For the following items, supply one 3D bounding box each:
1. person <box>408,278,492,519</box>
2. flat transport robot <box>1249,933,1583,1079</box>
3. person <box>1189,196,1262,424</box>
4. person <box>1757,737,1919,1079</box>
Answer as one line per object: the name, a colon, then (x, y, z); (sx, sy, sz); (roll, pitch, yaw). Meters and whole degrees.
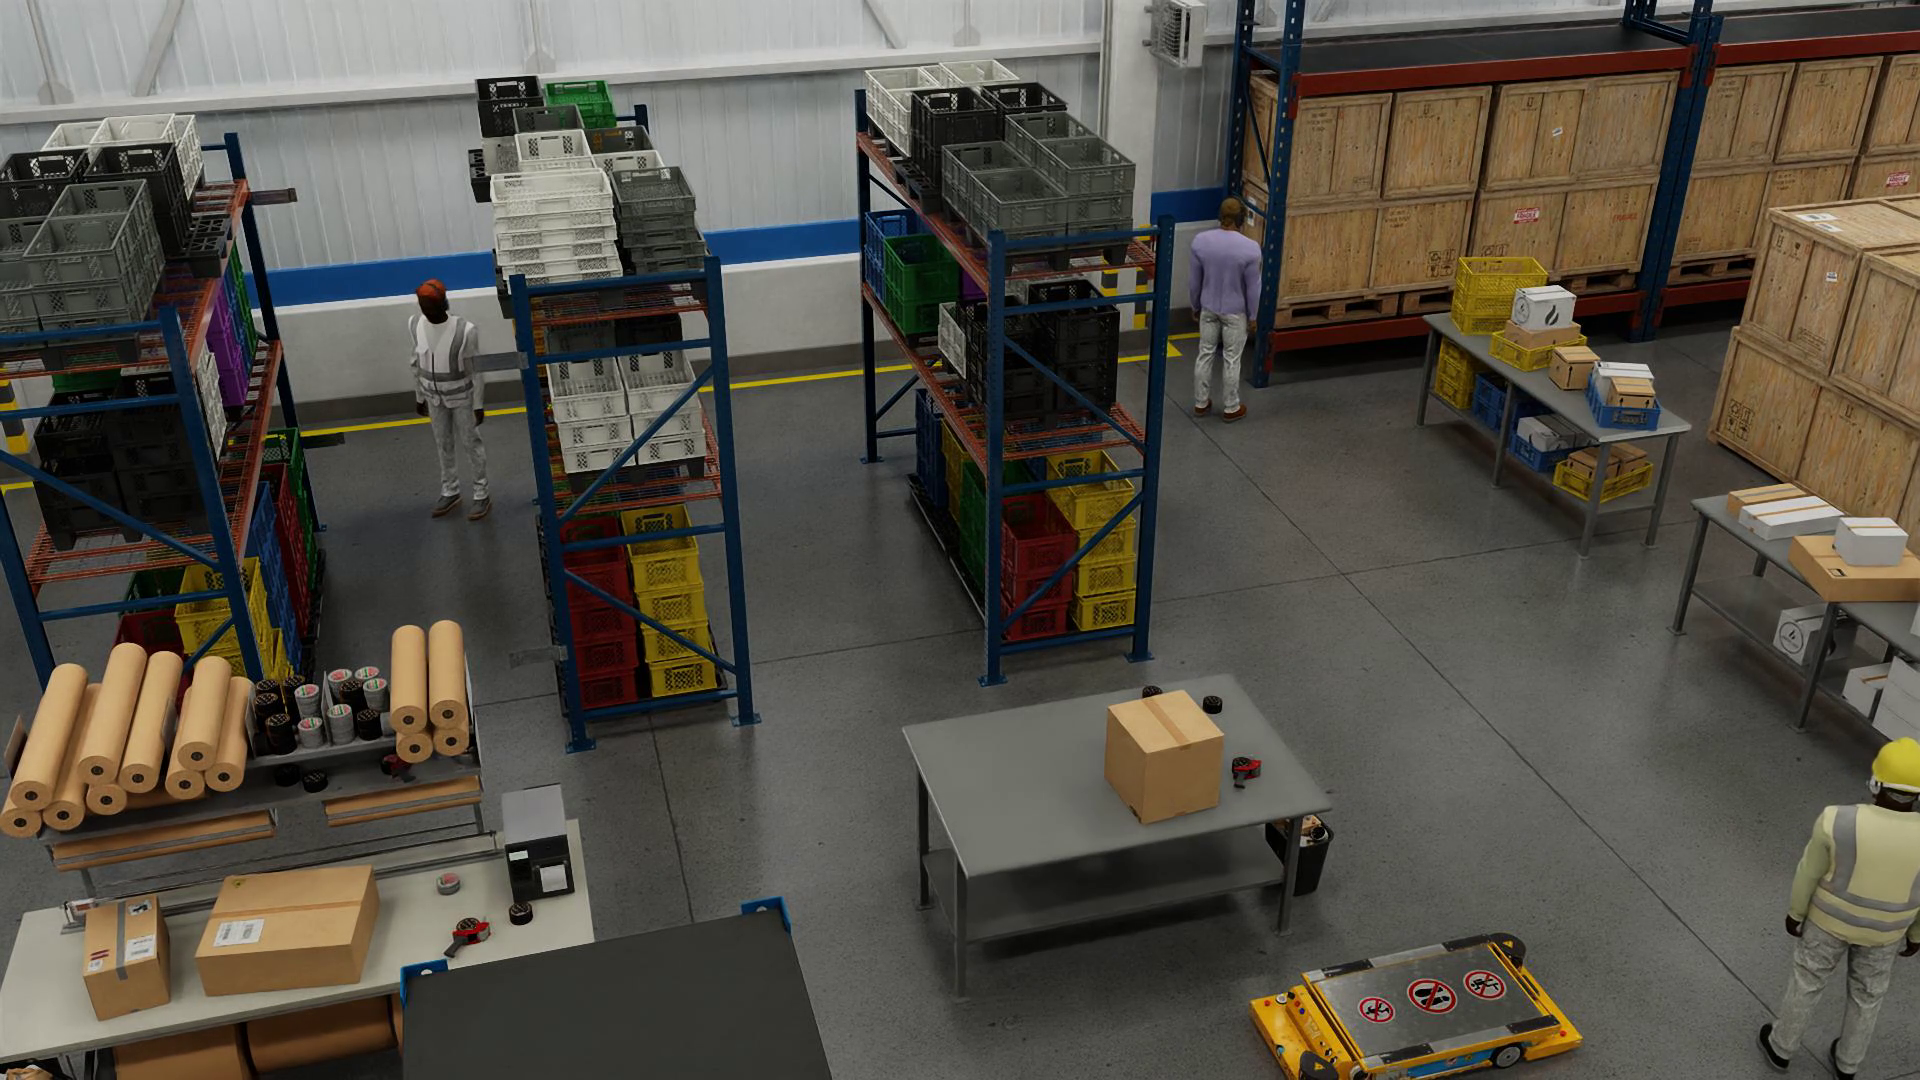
person: (-3.801, -1.053, 12.383); (0.572, 1.887, 0.353); (8, 30, 13)
flat transport robot: (2.184, 2.282, 7.980); (1.431, 0.197, 0.652); (-8, 30, -14)
person: (2.206, -1.920, 13.915); (0.627, 1.934, 0.371); (16, 33, 27)
person: (4.034, 1.681, 7.476); (0.595, 1.823, 0.403); (8, 30, 15)
